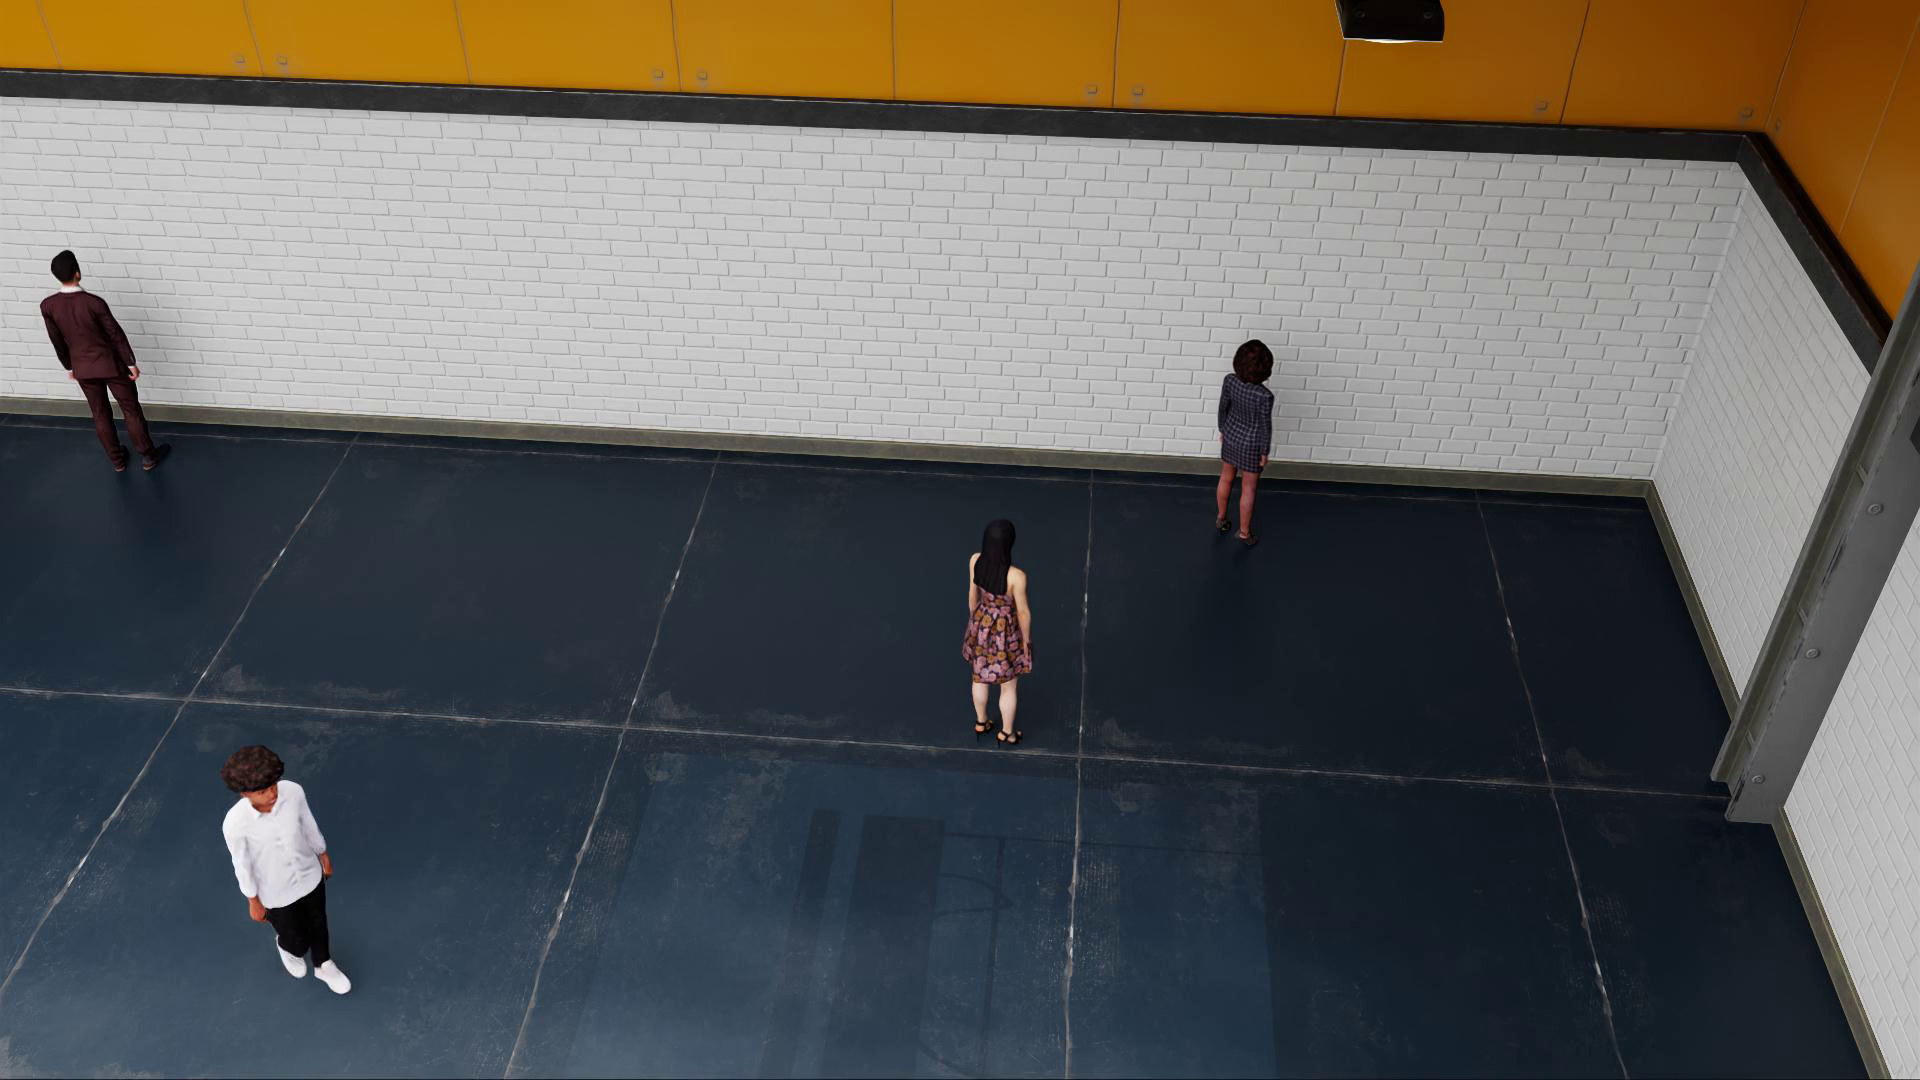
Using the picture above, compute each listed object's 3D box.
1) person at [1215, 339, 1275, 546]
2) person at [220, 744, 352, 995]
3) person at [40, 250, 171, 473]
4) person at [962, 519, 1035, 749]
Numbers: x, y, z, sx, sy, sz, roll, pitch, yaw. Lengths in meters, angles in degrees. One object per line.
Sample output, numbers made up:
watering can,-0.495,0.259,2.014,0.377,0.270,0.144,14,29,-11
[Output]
person,2.055,-0.694,12.044,0.743,1.701,0.692,-30,47,-32
person,-3.657,1.761,8.893,0.876,1.797,0.812,26,45,28
person,-6.590,-1.347,12.731,0.728,1.864,0.638,-3,39,-4
person,0.240,0.587,10.381,0.786,1.773,0.820,22,43,25
